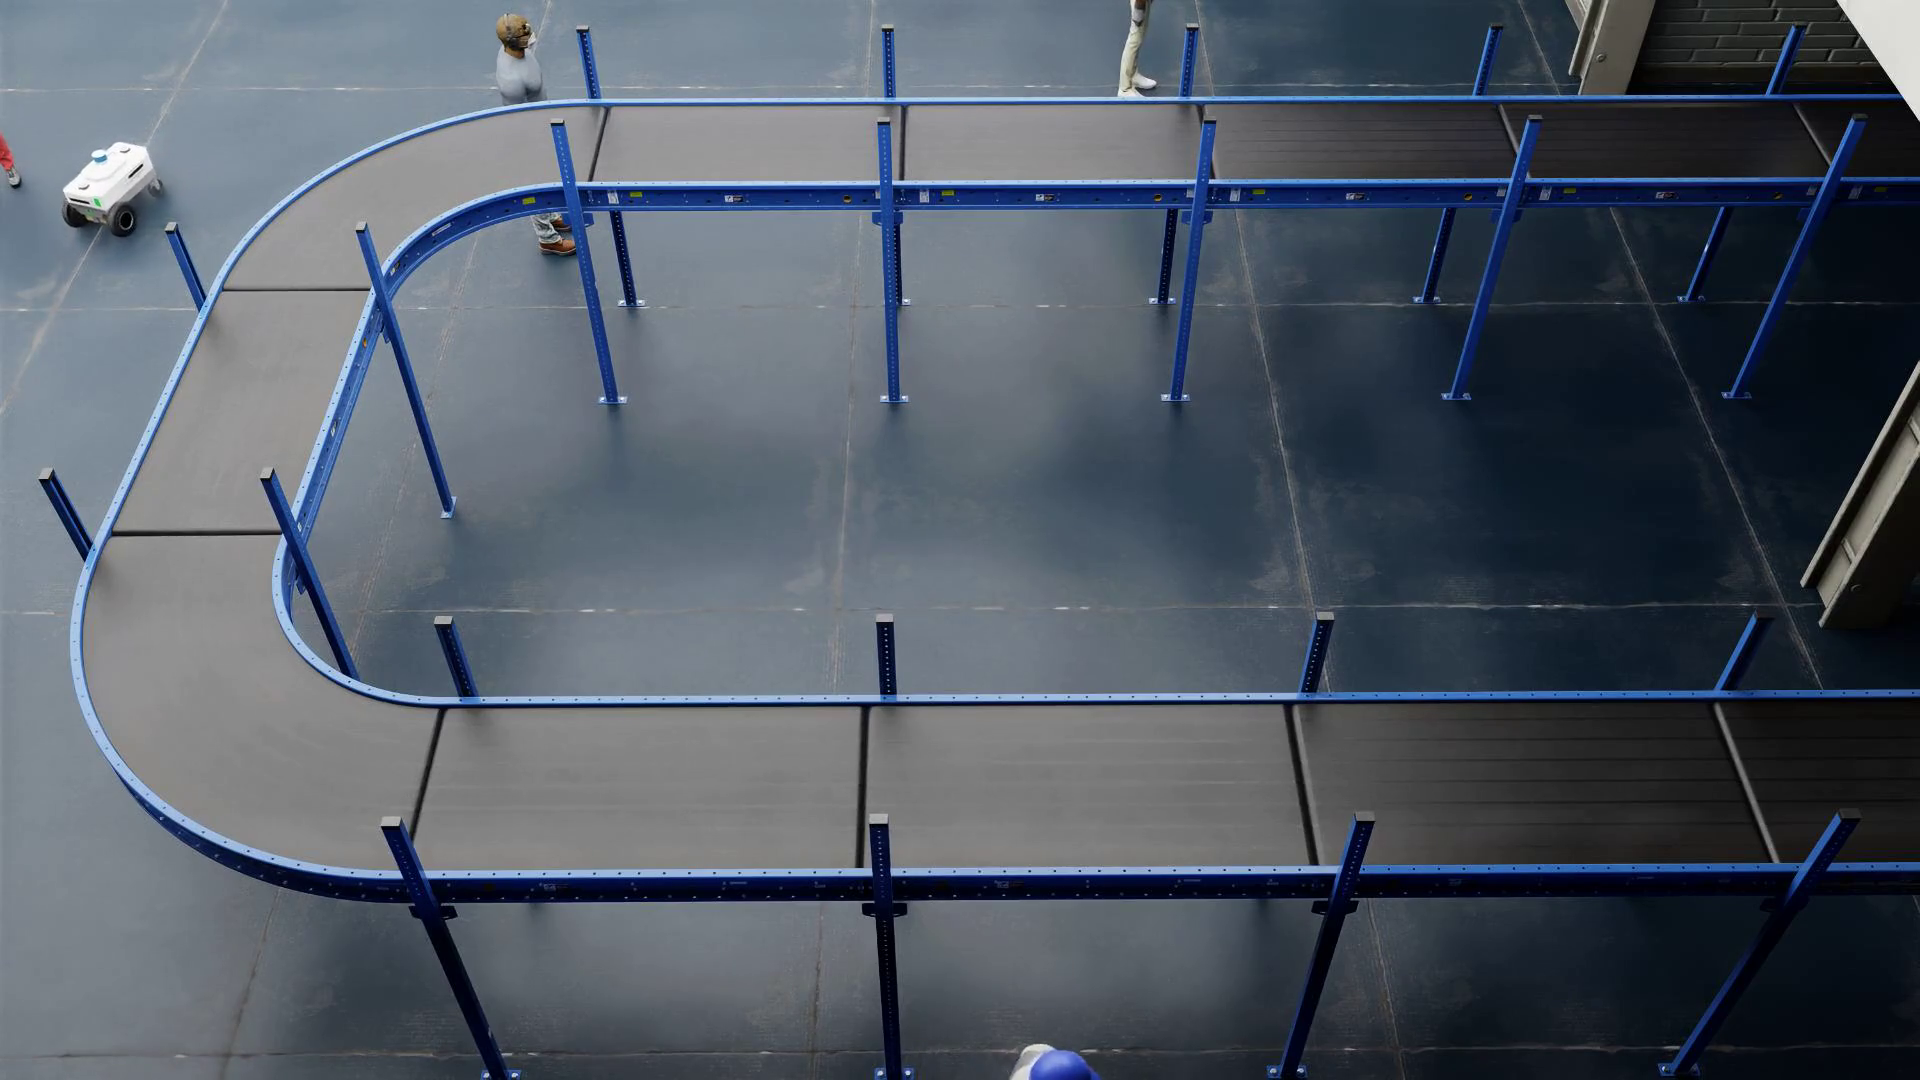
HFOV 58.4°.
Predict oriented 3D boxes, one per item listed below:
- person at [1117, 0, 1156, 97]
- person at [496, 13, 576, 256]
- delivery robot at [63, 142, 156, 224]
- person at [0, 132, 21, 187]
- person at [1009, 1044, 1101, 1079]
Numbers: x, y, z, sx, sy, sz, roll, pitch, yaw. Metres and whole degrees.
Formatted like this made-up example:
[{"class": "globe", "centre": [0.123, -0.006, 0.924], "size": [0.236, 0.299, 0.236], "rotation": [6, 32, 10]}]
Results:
[{"class": "person", "centre": [1.529, -4.518, 14.222], "size": [0.309, 1.861, 0.534], "rotation": [11, 48, 10]}, {"class": "person", "centre": [-3.168, -3.023, 12.775], "size": [0.372, 1.940, 0.631], "rotation": [-7, 47, -7]}, {"class": "delivery robot", "centre": [-6.680, -2.836, 13.497], "size": [0.477, 0.478, 0.707], "rotation": [13, 48, 12]}, {"class": "person", "centre": [-7.829, -3.508, 13.348], "size": [0.522, 1.762, 0.328], "rotation": [-12, 48, -11]}, {"class": "person", "centre": [0.436, 2.690, 7.464], "size": [0.993, 1.892, 0.628], "rotation": [-1, 47, -1]}]
